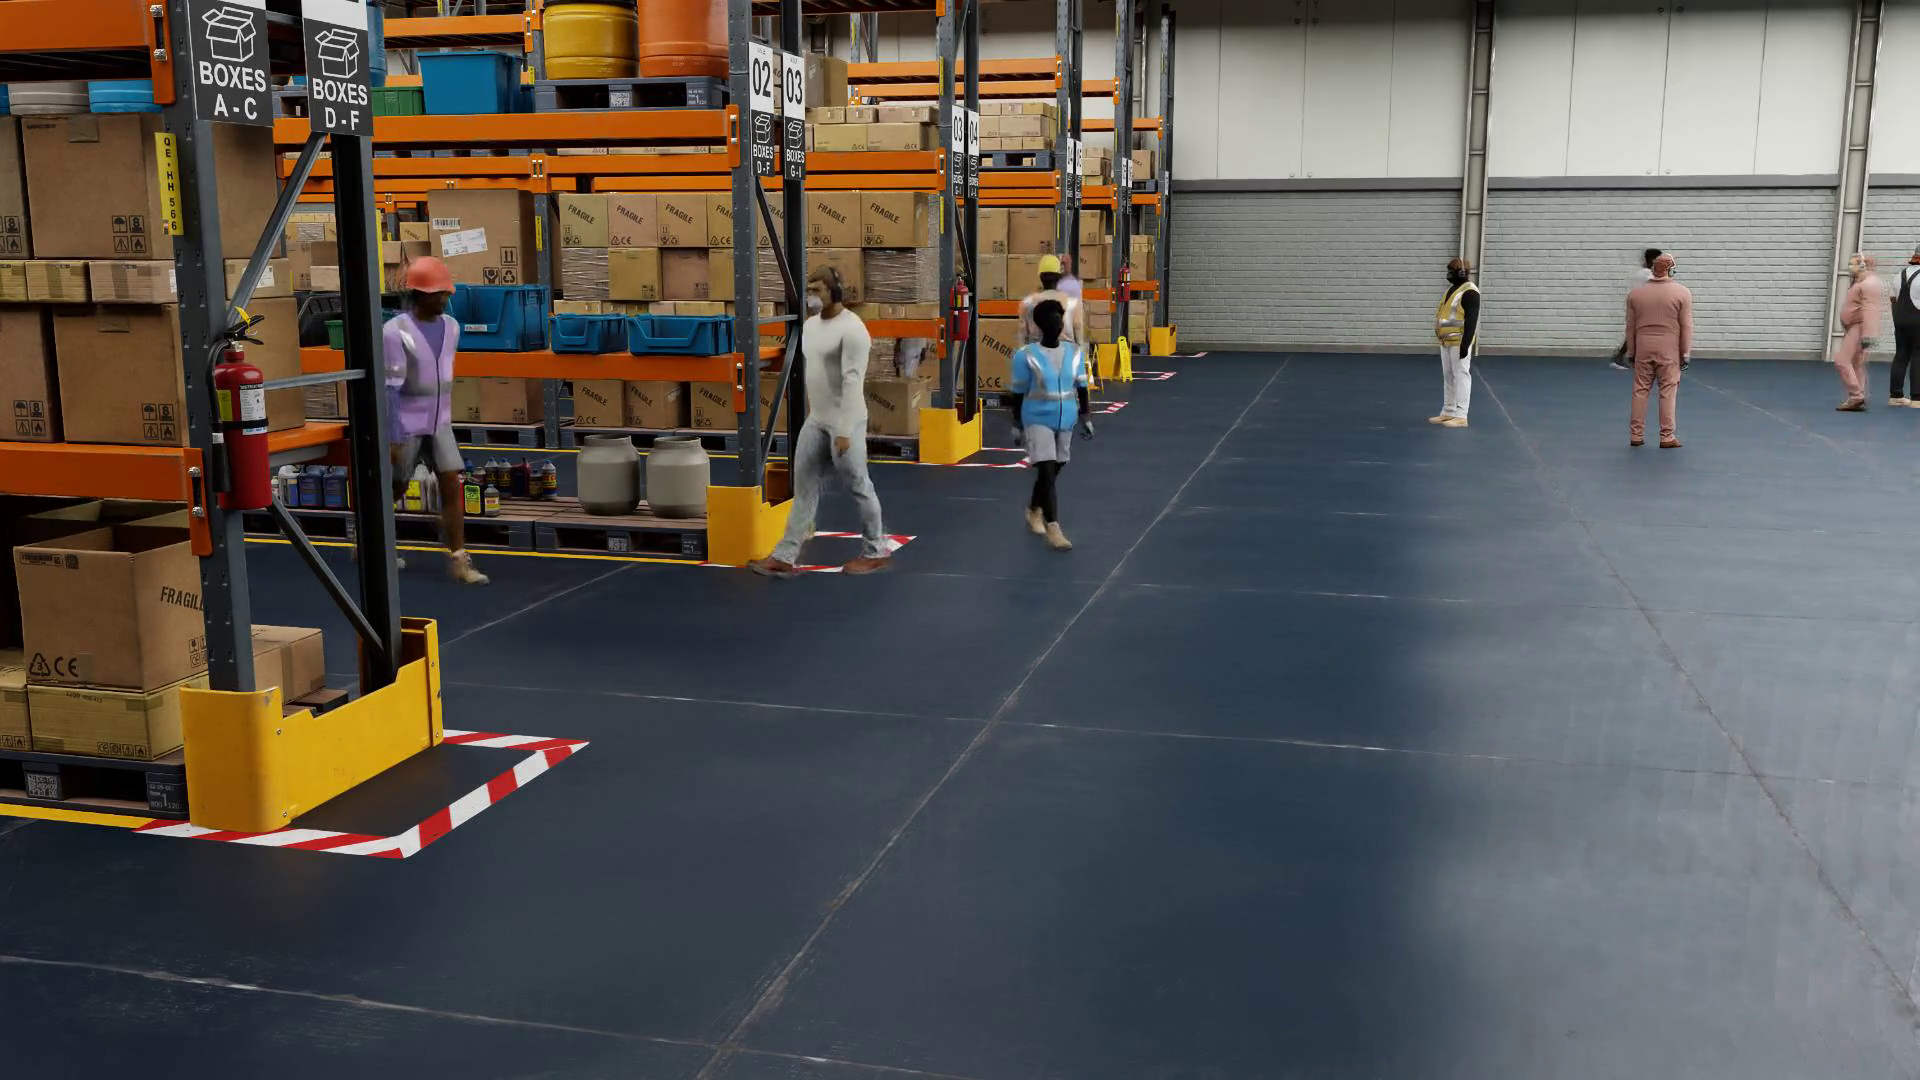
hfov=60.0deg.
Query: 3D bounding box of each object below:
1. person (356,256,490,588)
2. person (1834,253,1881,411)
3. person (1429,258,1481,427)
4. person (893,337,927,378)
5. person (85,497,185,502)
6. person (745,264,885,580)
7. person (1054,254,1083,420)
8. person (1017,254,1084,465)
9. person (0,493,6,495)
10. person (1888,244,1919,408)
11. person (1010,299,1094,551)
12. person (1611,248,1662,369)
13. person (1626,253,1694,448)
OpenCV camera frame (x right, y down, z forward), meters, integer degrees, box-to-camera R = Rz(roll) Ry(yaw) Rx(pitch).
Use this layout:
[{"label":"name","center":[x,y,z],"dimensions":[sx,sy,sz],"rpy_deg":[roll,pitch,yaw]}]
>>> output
[{"label":"person","center":[-3.297,-0.714,9.968],"dimensions":[1.108,1.964,0.620],"rpy_deg":[7,12,33]},{"label":"person","center":[10.625,-2.459,19.778],"dimensions":[0.479,1.887,0.680],"rpy_deg":[3,11,18]},{"label":"person","center":[5.449,-2.168,18.306],"dimensions":[0.429,1.844,0.625],"rpy_deg":[-2,10,-9]},{"label":"person","center":[-0.539,-1.970,17.146],"dimensions":[0.379,1.860,0.546],"rpy_deg":[5,11,27]},{"label":"person","center":[-5.185,-0.822,10.441],"dimensions":[1.064,1.982,0.631],"rpy_deg":[3,11,14]},{"label":"person","center":[-0.817,-0.687,9.958],"dimensions":[0.910,1.890,0.646],"rpy_deg":[-8,13,-38]},{"label":"person","center":[1.094,-2.160,18.108],"dimensions":[0.460,1.895,0.672],"rpy_deg":[3,11,14]},{"label":"person","center":[0.799,-1.576,14.803],"dimensions":[0.595,1.911,0.531],"rpy_deg":[1,10,5]},{"label":"person","center":[-5.433,-0.622,9.523],"dimensions":[0.769,1.921,0.546],"rpy_deg":[0,10,0]},{"label":"person","center":[11.773,-2.645,20.392],"dimensions":[0.536,2.000,0.688],"rpy_deg":[-2,10,-12]},{"label":"person","center":[0.593,-0.798,11.229],"dimensions":[0.536,1.655,0.859],"rpy_deg":[-5,11,-26]},{"label":"person","center":[10.814,-3.642,26.272],"dimensions":[1.010,1.920,0.626],"rpy_deg":[1,10,5]},{"label":"person","center":[6.903,-1.860,16.416],"dimensions":[0.643,1.909,0.410],"rpy_deg":[9,14,42]}]
